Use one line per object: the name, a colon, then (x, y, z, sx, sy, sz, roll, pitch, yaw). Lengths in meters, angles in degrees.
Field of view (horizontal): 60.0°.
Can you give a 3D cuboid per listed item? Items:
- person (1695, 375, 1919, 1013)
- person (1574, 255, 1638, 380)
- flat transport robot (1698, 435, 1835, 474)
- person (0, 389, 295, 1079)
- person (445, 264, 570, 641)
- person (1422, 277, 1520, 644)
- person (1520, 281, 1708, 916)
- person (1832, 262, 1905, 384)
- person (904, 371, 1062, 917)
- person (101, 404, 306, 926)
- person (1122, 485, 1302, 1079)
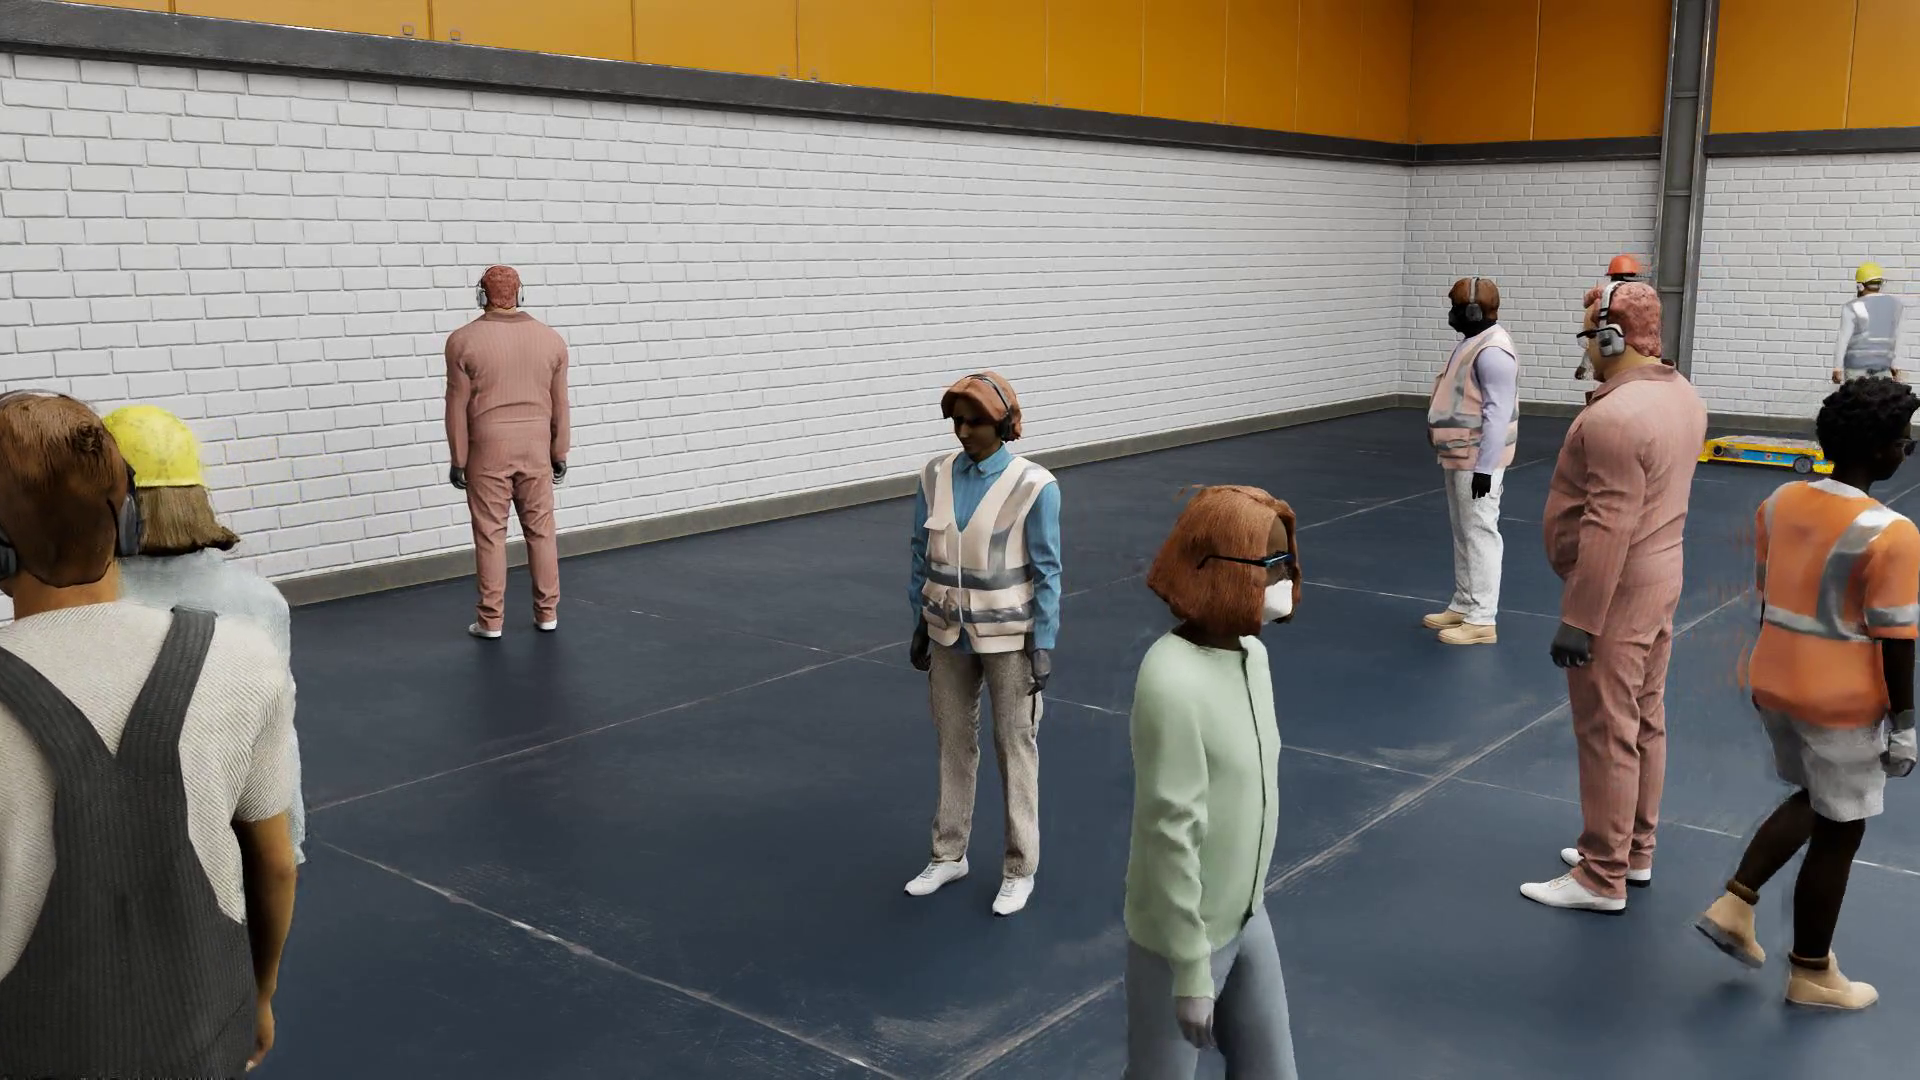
person: (2.259, 0.417, 4.306, 0.363, 1.684, 0.544, -1, 10, -7)
person: (5.896, -1.610, 14.982, 0.568, 1.884, 0.998, -5, 12, -28)
flat transport robot: (7.318, -0.775, 14.832, 0.652, 0.197, 1.431, -9, 14, -42)
person: (-1.138, 0.717, 2.225, 0.526, 1.840, 0.422, -9, 14, -42)
person: (-2.312, -0.446, 8.501, 0.638, 1.900, 0.404, -7, 13, -36)
person: (2.573, -0.398, 8.393, 0.429, 1.840, 0.627, 1, 10, 5)
person: (1.964, 0.178, 5.039, 0.406, 1.902, 0.639, 9, 13, 40)
person: (8.292, -1.625, 15.247, 0.623, 1.815, 0.430, -1, 10, -7)
person: (0.069, 0.309, 5.034, 0.513, 1.640, 0.309, 6, 12, 32)
person: (-1.453, 0.606, 3.143, 0.701, 1.719, 0.499, 9, 14, 41)
person: (0.380, 0.686, 3.020, 0.718, 1.609, 0.511, 6, 12, 31)
